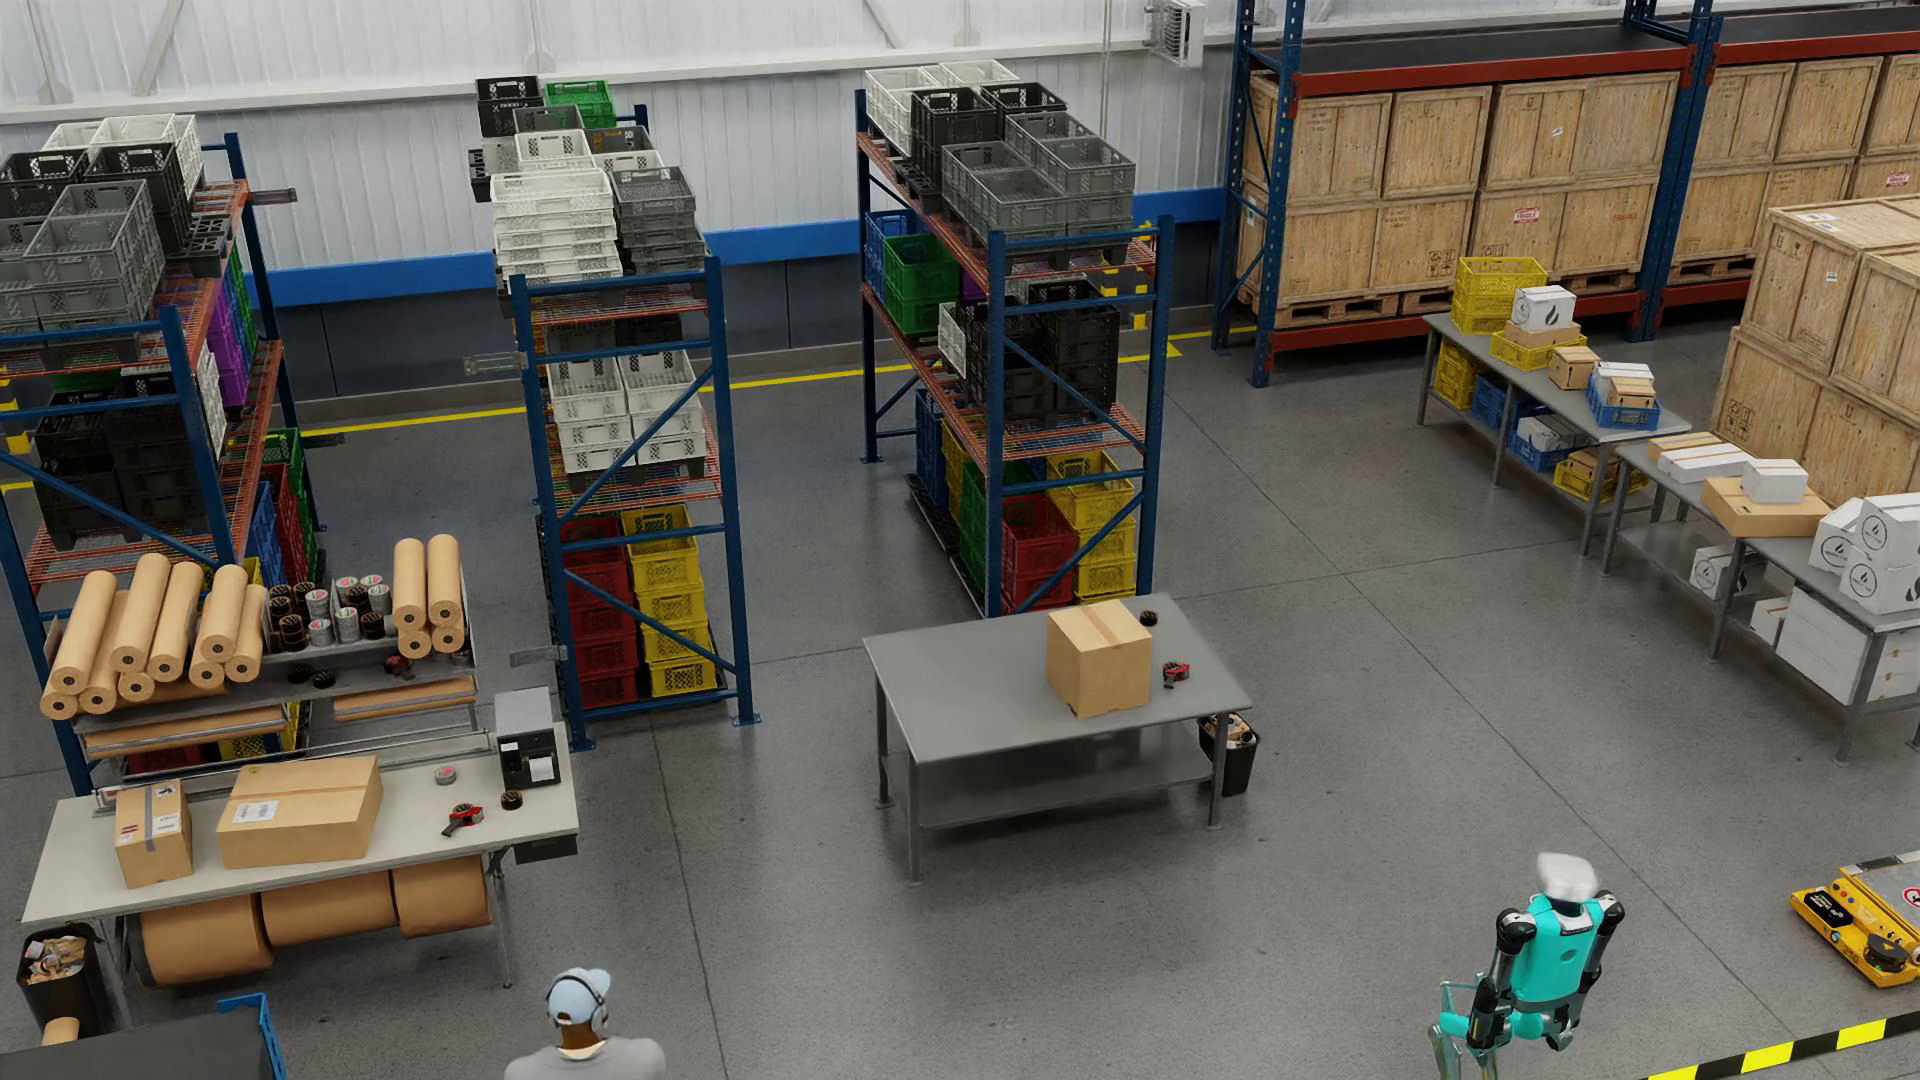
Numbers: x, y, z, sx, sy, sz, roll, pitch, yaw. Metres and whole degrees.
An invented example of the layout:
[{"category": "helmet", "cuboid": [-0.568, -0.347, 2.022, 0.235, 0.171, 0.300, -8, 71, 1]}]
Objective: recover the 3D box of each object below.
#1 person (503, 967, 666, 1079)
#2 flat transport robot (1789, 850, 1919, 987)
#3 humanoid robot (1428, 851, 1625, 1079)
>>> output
[{"category": "person", "cuboid": [-1.357, 2.342, 6.261, 0.589, 1.848, 0.404, -7, 29, -12]}, {"category": "flat transport robot", "cuboid": [5.163, 1.916, 8.676, 1.431, 0.231, 0.659, -8, 30, -14]}, {"category": "humanoid robot", "cuboid": [2.298, 1.895, 7.049, 0.533, 1.677, 0.735, -8, 30, -14]}]
